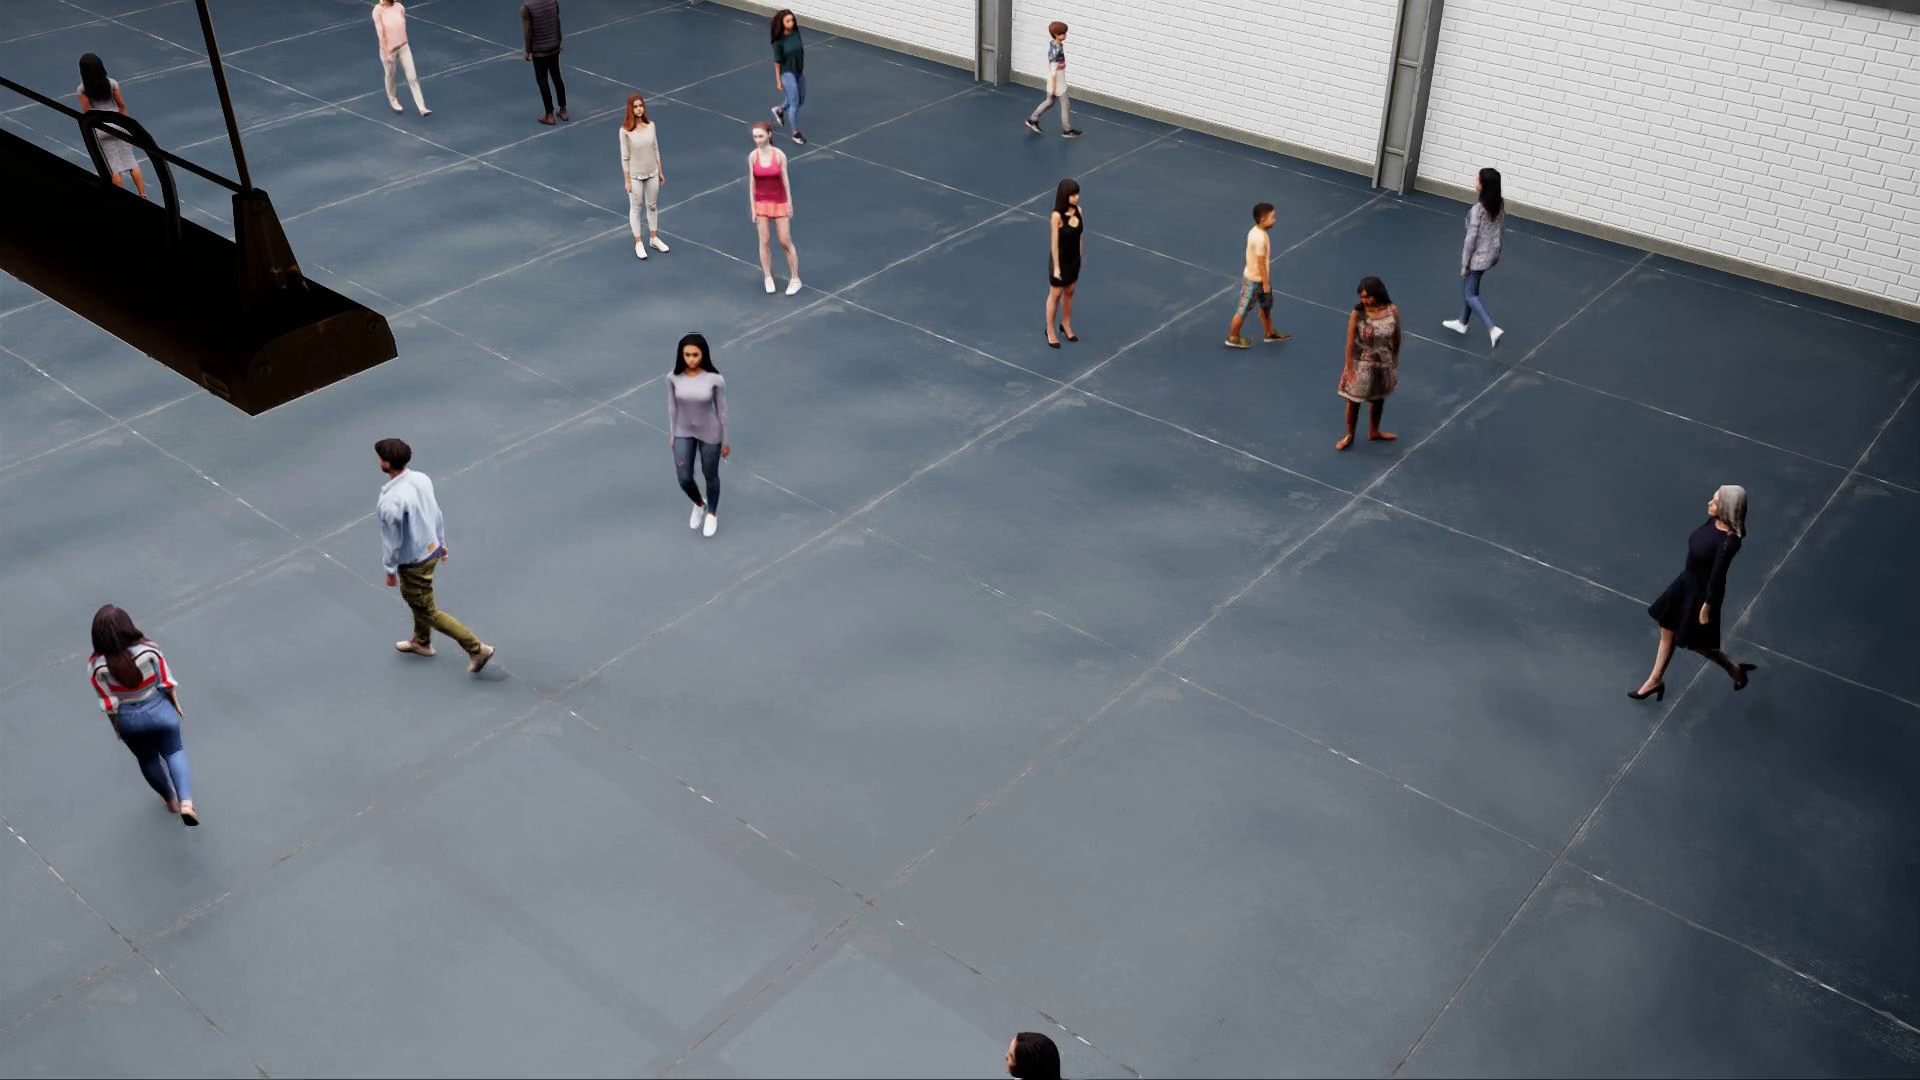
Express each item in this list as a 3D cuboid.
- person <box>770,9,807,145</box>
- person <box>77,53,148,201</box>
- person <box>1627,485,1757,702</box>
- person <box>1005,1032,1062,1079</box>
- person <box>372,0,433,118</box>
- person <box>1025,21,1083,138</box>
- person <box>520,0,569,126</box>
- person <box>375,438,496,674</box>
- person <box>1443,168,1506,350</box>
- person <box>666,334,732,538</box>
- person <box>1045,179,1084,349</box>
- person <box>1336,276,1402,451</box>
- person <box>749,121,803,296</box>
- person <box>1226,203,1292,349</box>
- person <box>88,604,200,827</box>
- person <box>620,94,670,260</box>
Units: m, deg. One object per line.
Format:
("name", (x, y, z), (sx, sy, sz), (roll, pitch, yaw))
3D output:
("person", (-2.104, -5.661, 20.246), (0.863, 1.596, 0.595), (28, 43, 35))
("person", (-9.329, -4.473, 18.291), (0.633, 1.781, 0.596), (-22, 39, -29))
("person", (4.967, 0.398, 11.013), (1.075, 1.725, 0.907), (5, 34, 7))
("person", (0.395, 2.821, 7.471), (0.994, 1.612, 0.875), (5, 34, 7))
("person", (-7.168, -6.182, 20.958), (0.676, 1.675, 1.145), (-28, 43, -35))
("person", (1.128, -5.643, 20.379), (0.949, 1.419, 0.895), (-3, 34, -4))
("person", (-5.177, -6.118, 20.717), (0.545, 1.836, 0.701), (26, 42, 34))
("person", (-3.628, 0.149, 11.333), (1.199, 1.786, 1.013), (6, 34, 9))
("person", (4.924, -2.592, 15.533), (0.850, 1.702, 1.124), (-19, 38, -26))
("person", (-2.002, -0.849, 12.892), (0.726, 1.723, 0.812), (3, 34, 4))
("person", (0.971, -2.613, 15.614), (0.578, 1.647, 0.520), (-25, 41, -33))
("person", (3.493, -1.502, 13.965), (0.825, 1.622, 0.860), (-11, 35, -16))
("person", (-1.897, -3.362, 16.653), (0.717, 1.745, 0.810), (2, 34, 3))
("person", (2.695, -2.459, 15.568), (0.925, 1.441, 0.800), (4, 34, 6))
("person", (-4.921, 1.114, 10.053), (0.760, 1.596, 0.958), (-20, 38, -27))
("person", (-3.328, -3.822, 17.374), (0.652, 1.713, 0.622), (-23, 40, -30))
